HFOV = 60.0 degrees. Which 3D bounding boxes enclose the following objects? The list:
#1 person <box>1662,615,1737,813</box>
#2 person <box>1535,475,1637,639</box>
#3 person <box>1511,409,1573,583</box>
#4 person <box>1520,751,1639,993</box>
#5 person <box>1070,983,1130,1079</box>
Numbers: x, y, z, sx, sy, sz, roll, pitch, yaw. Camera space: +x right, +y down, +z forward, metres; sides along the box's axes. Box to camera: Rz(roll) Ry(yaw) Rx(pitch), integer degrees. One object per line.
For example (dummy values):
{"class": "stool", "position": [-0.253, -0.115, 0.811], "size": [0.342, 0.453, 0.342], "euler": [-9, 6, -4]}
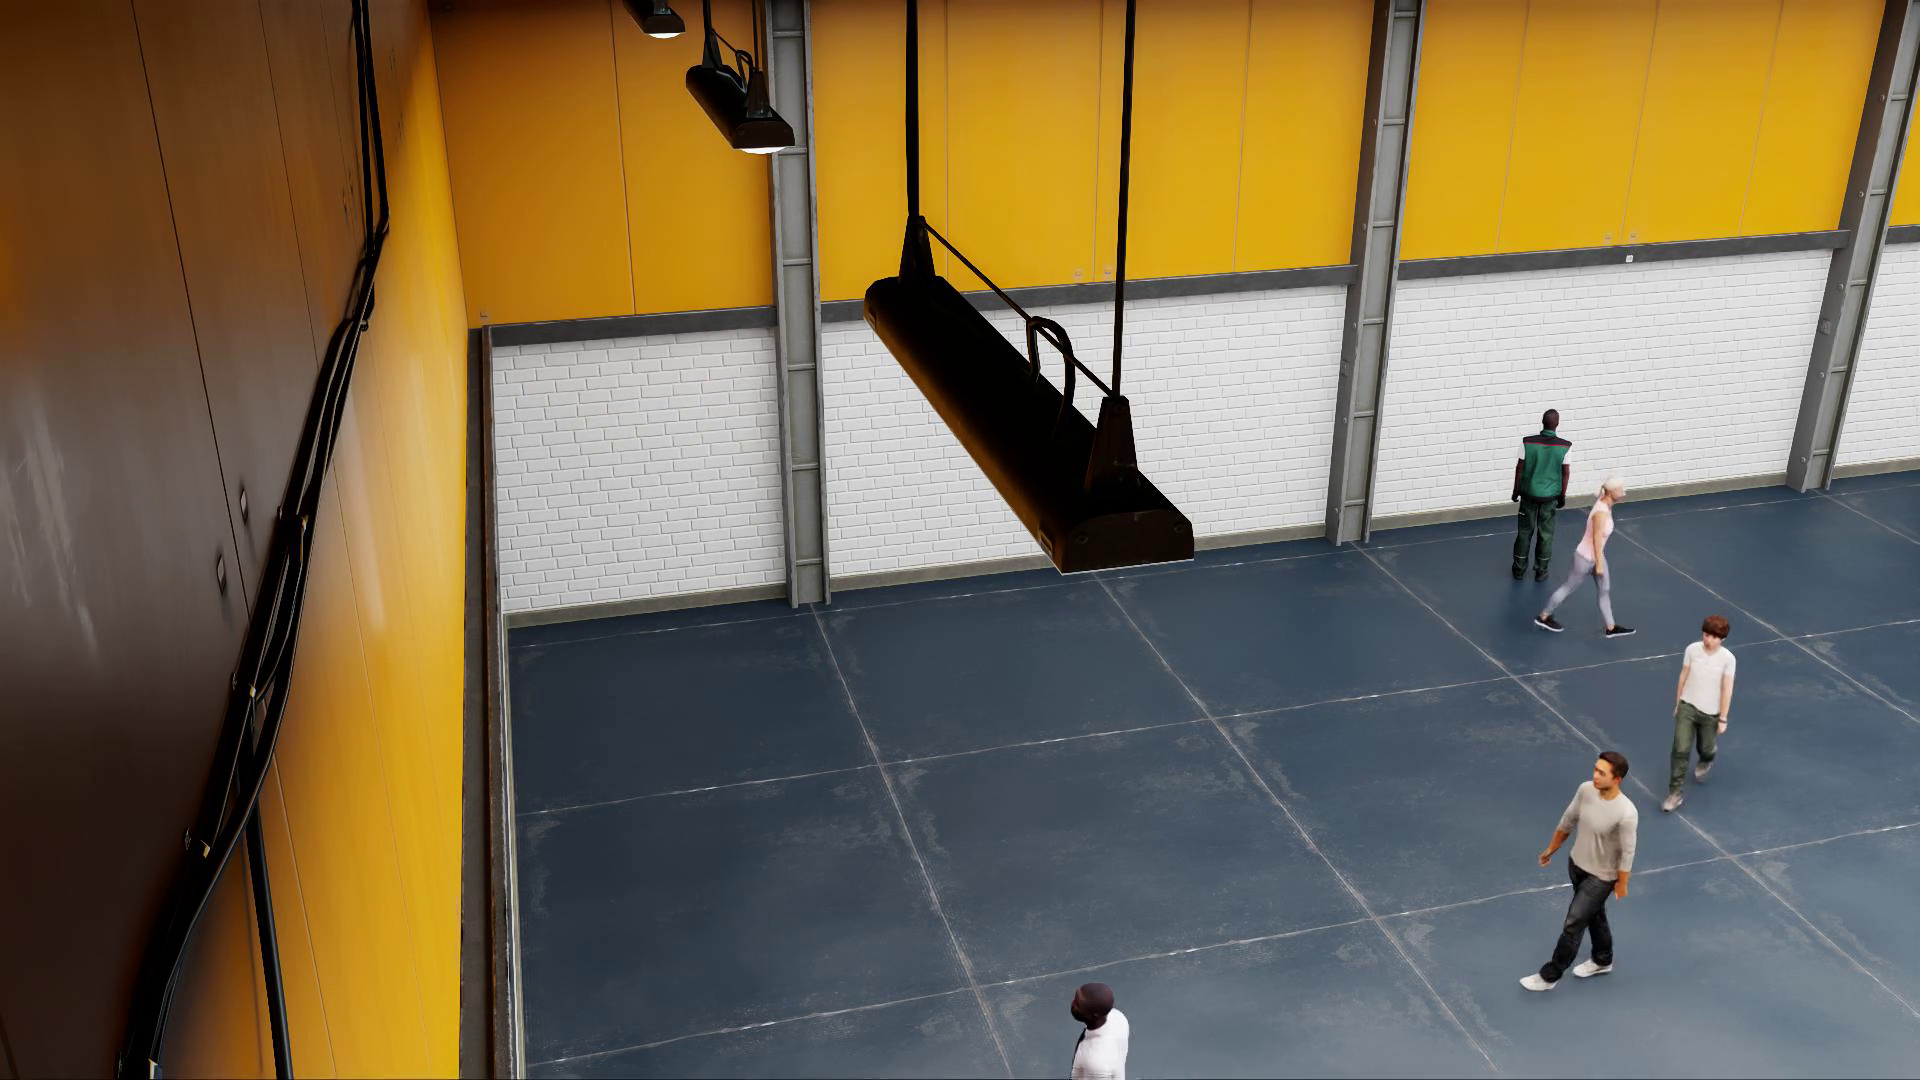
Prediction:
{"class": "person", "position": [5.904, 1.333, 13.197], "size": [0.949, 1.631, 1.091], "euler": [18, 29, 35]}
{"class": "person", "position": [5.915, 0.148, 15.844], "size": [1.118, 1.681, 1.085], "euler": [13, 27, 27]}
{"class": "person", "position": [5.940, -0.465, 17.051], "size": [0.733, 1.838, 0.840], "euler": [8, 25, 17]}
{"class": "person", "position": [4.299, 2.178, 11.078], "size": [0.975, 1.780, 0.657], "euler": [-7, 24, -15]}
{"class": "person", "position": [0.810, 3.122, 8.872], "size": [1.148, 1.816, 1.009], "euler": [8, 25, 17]}
